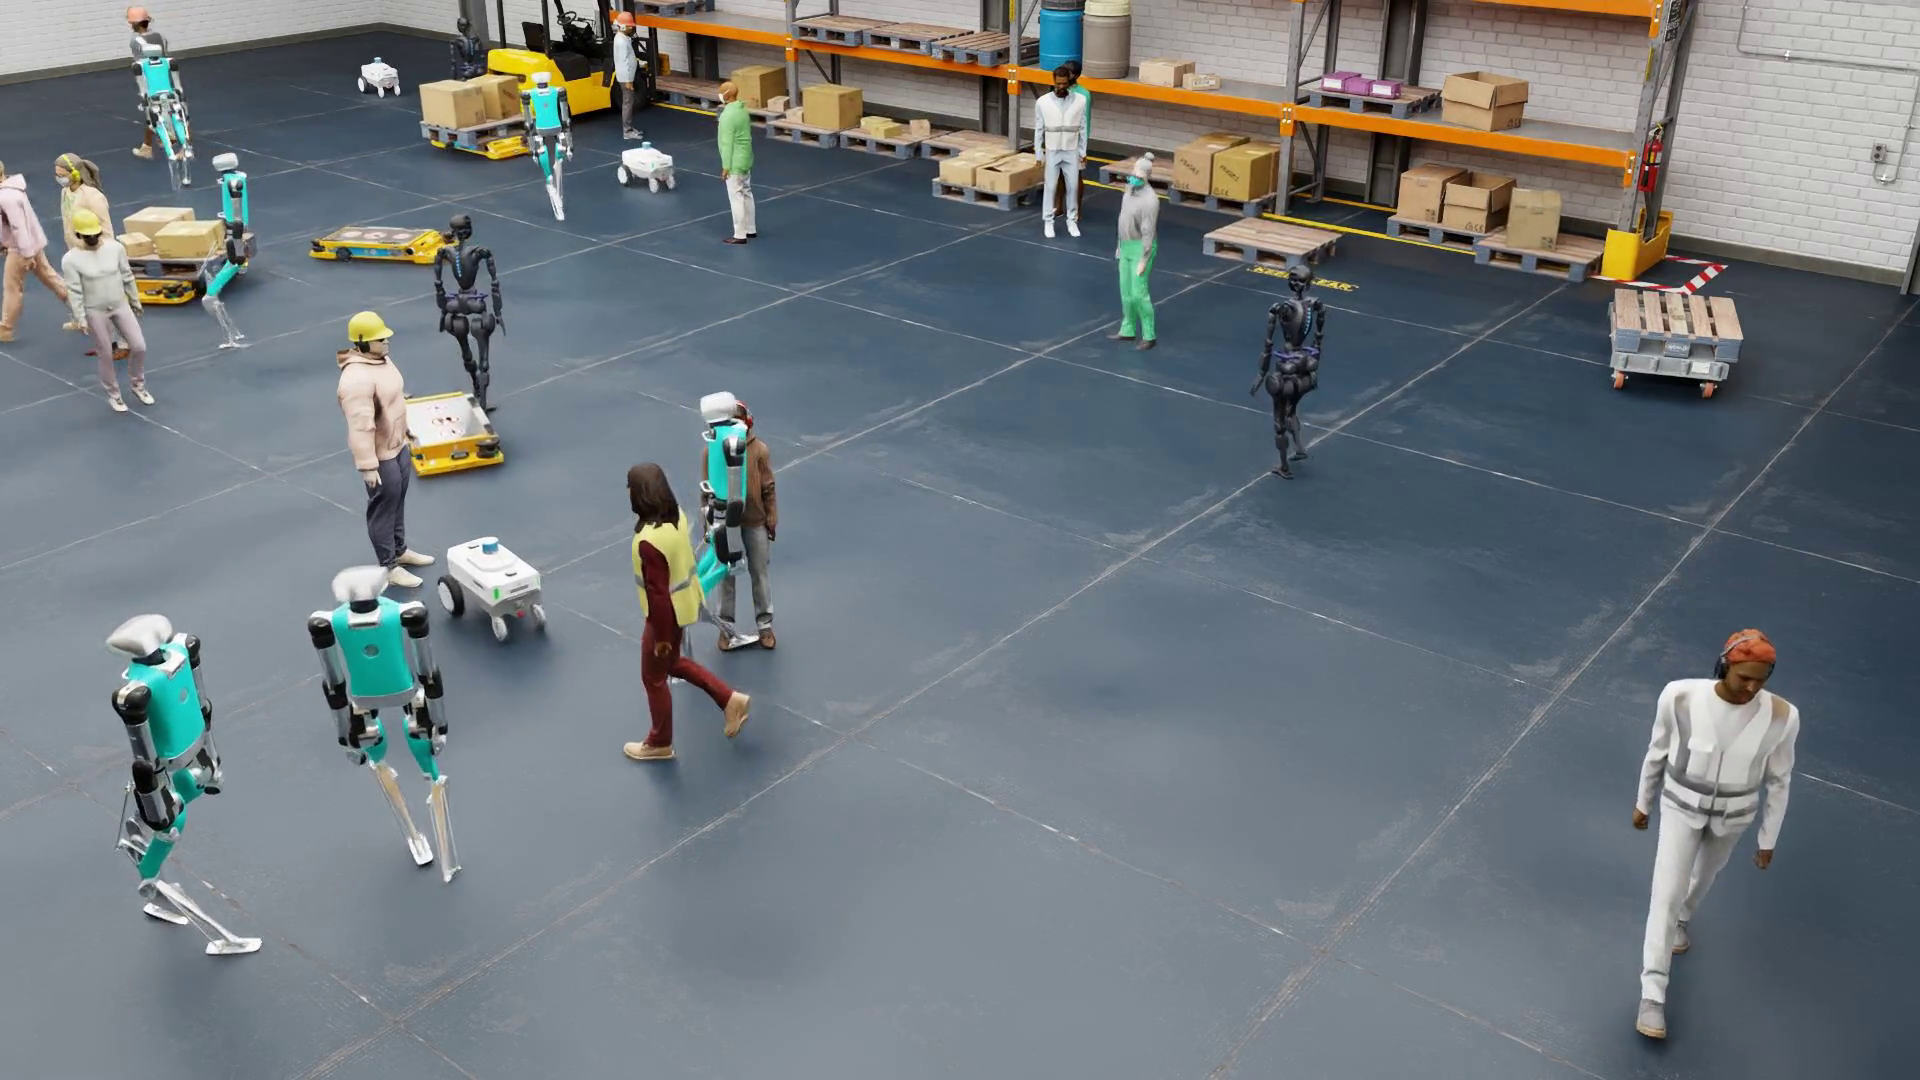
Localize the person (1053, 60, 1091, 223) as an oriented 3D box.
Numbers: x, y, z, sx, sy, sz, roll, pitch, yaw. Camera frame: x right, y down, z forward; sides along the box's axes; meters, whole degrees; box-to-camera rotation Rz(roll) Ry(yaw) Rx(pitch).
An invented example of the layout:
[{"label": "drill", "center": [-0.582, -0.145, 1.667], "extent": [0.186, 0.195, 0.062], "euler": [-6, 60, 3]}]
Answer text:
[{"label": "person", "center": [1.281, -4.646, 19.374], "extent": [0.494, 1.851, 0.395], "euler": [15, 29, 28]}]

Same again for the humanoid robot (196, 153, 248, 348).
[{"label": "humanoid robot", "center": [-6.869, -2.633, 15.365], "extent": [0.744, 1.810, 0.531], "euler": [-12, 28, -23]}]

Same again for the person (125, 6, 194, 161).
[{"label": "person", "center": [-10.774, -6.051, 22.113], "extent": [0.968, 2.003, 0.620], "euler": [10, 27, 19]}]

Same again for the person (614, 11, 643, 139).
[{"label": "person", "center": [-4.672, -6.544, 23.429], "extent": [0.352, 1.742, 0.572], "euler": [-5, 26, -11]}]

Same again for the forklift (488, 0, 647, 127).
[{"label": "forklift", "center": [-5.874, -7.334, 24.552], "extent": [1.214, 2.155, 2.313], "euler": [19, 32, 34]}]

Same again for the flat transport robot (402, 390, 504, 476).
[{"label": "flat transport robot", "center": [-4.161, -0.889, 13.412], "extent": [0.659, 0.231, 1.431], "euler": [-12, 28, -23]}]

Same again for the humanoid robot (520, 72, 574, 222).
[{"label": "humanoid robot", "center": [-4.832, -4.646, 19.552], "extent": [0.552, 1.759, 1.035], "euler": [-8, 27, -15]}]

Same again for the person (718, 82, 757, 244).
[{"label": "person", "center": [-2.489, -4.203, 18.551], "extent": [0.393, 1.778, 0.533], "euler": [6, 26, 13]}]

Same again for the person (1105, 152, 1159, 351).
[{"label": "person", "center": [1.635, -2.665, 15.297], "extent": [0.369, 1.834, 0.605], "euler": [-10, 27, -19]}]

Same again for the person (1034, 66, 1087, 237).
[{"label": "person", "center": [1.130, -4.378, 18.761], "extent": [0.596, 1.906, 0.402], "euler": [-4, 26, -7]}]

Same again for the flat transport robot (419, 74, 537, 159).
[{"label": "flat transport robot", "center": [-6.592, -5.489, 22.939], "extent": [1.431, 0.231, 0.659], "euler": [18, 31, 33]}]

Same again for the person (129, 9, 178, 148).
[{"label": "person", "center": [-11.127, -6.364, 22.878], "extent": [0.344, 1.911, 0.756], "euler": [-16, 30, -30]}]

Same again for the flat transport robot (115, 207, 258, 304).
[{"label": "flat transport robot", "center": [-8.058, -2.742, 17.248], "extent": [0.659, 0.231, 1.431], "euler": [2, 26, 4]}]

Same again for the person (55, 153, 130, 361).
[{"label": "person", "center": [-7.823, -2.564, 15.037], "extent": [0.555, 1.876, 0.405], "euler": [14, 29, 26]}]

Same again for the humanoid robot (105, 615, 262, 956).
[{"label": "humanoid robot", "center": [-3.731, 1.130, 7.581], "extent": [0.893, 1.788, 0.575], "euler": [4, 26, 8]}]

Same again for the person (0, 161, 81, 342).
[{"label": "person", "center": [-8.755, -2.716, 15.519], "extent": [0.973, 1.731, 0.522], "euler": [-9, 27, -19]}]

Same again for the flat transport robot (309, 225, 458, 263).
[{"label": "flat transport robot", "center": [-6.336, -3.246, 18.293], "extent": [1.431, 0.231, 0.659], "euler": [4, 26, 8]}]

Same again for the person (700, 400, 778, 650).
[{"label": "person", "center": [-1.346, -0.100, 10.192], "extent": [0.463, 1.648, 0.325], "euler": [-2, 26, -5]}]

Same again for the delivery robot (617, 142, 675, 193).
[{"label": "delivery robot", "center": [-3.955, -4.726, 21.038], "extent": [0.499, 0.603, 0.807], "euler": [-23, 34, -39]}]

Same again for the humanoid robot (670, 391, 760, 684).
[{"label": "humanoid robot", "center": [-1.597, 0.046, 9.879], "extent": [0.786, 1.854, 0.540], "euler": [-8, 27, -16]}]

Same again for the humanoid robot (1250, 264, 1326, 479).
[{"label": "humanoid robot", "center": [2.503, -1.277, 12.603], "extent": [0.589, 1.647, 0.363], "euler": [-13, 29, -26]}]

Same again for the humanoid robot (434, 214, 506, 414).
[{"label": "humanoid robot", "center": [-4.104, -1.920, 13.951], "extent": [0.586, 1.625, 0.701], "euler": [2, 26, 3]}]

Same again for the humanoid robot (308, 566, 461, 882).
[{"label": "humanoid robot", "center": [-2.759, 0.848, 8.138], "extent": [0.546, 1.785, 0.733], "euler": [-5, 26, -10]}]

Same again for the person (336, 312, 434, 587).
[{"label": "person", "center": [-3.831, -0.608, 10.991], "extent": [0.410, 1.867, 0.797], "euler": [0, 26, -1]}]

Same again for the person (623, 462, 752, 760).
[{"label": "person", "center": [-1.525, 0.401, 9.043], "extent": [0.651, 1.753, 0.508], "euler": [2, 26, 3]}]

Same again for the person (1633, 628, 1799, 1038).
[{"label": "person", "center": [3.281, 1.204, 7.291], "extent": [0.581, 1.828, 1.000], "euler": [9, 27, 18]}]

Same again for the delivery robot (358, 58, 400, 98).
[{"label": "delivery robot", "center": [-9.253, -7.382, 26.531], "extent": [0.499, 0.596, 0.795], "euler": [-20, 32, -35]}]

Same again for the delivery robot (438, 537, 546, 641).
[{"label": "delivery robot", "center": [-2.994, 0.265, 10.688], "extent": [0.499, 0.590, 0.793], "euler": [-21, 33, -36]}]

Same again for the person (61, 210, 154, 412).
[{"label": "person", "center": [-7.061, -1.895, 13.797], "extent": [0.487, 1.743, 0.593], "euler": [21, 33, 37]}]

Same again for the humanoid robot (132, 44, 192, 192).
[{"label": "humanoid robot", "center": [-9.805, -5.165, 20.675], "extent": [0.538, 1.876, 0.703], "euler": [-17, 31, -31]}]

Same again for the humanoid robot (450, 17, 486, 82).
[{"label": "humanoid robot", "center": [-6.905, -6.518, 23.467], "extent": [0.408, 1.647, 0.600], "euler": [21, 33, 36]}]
